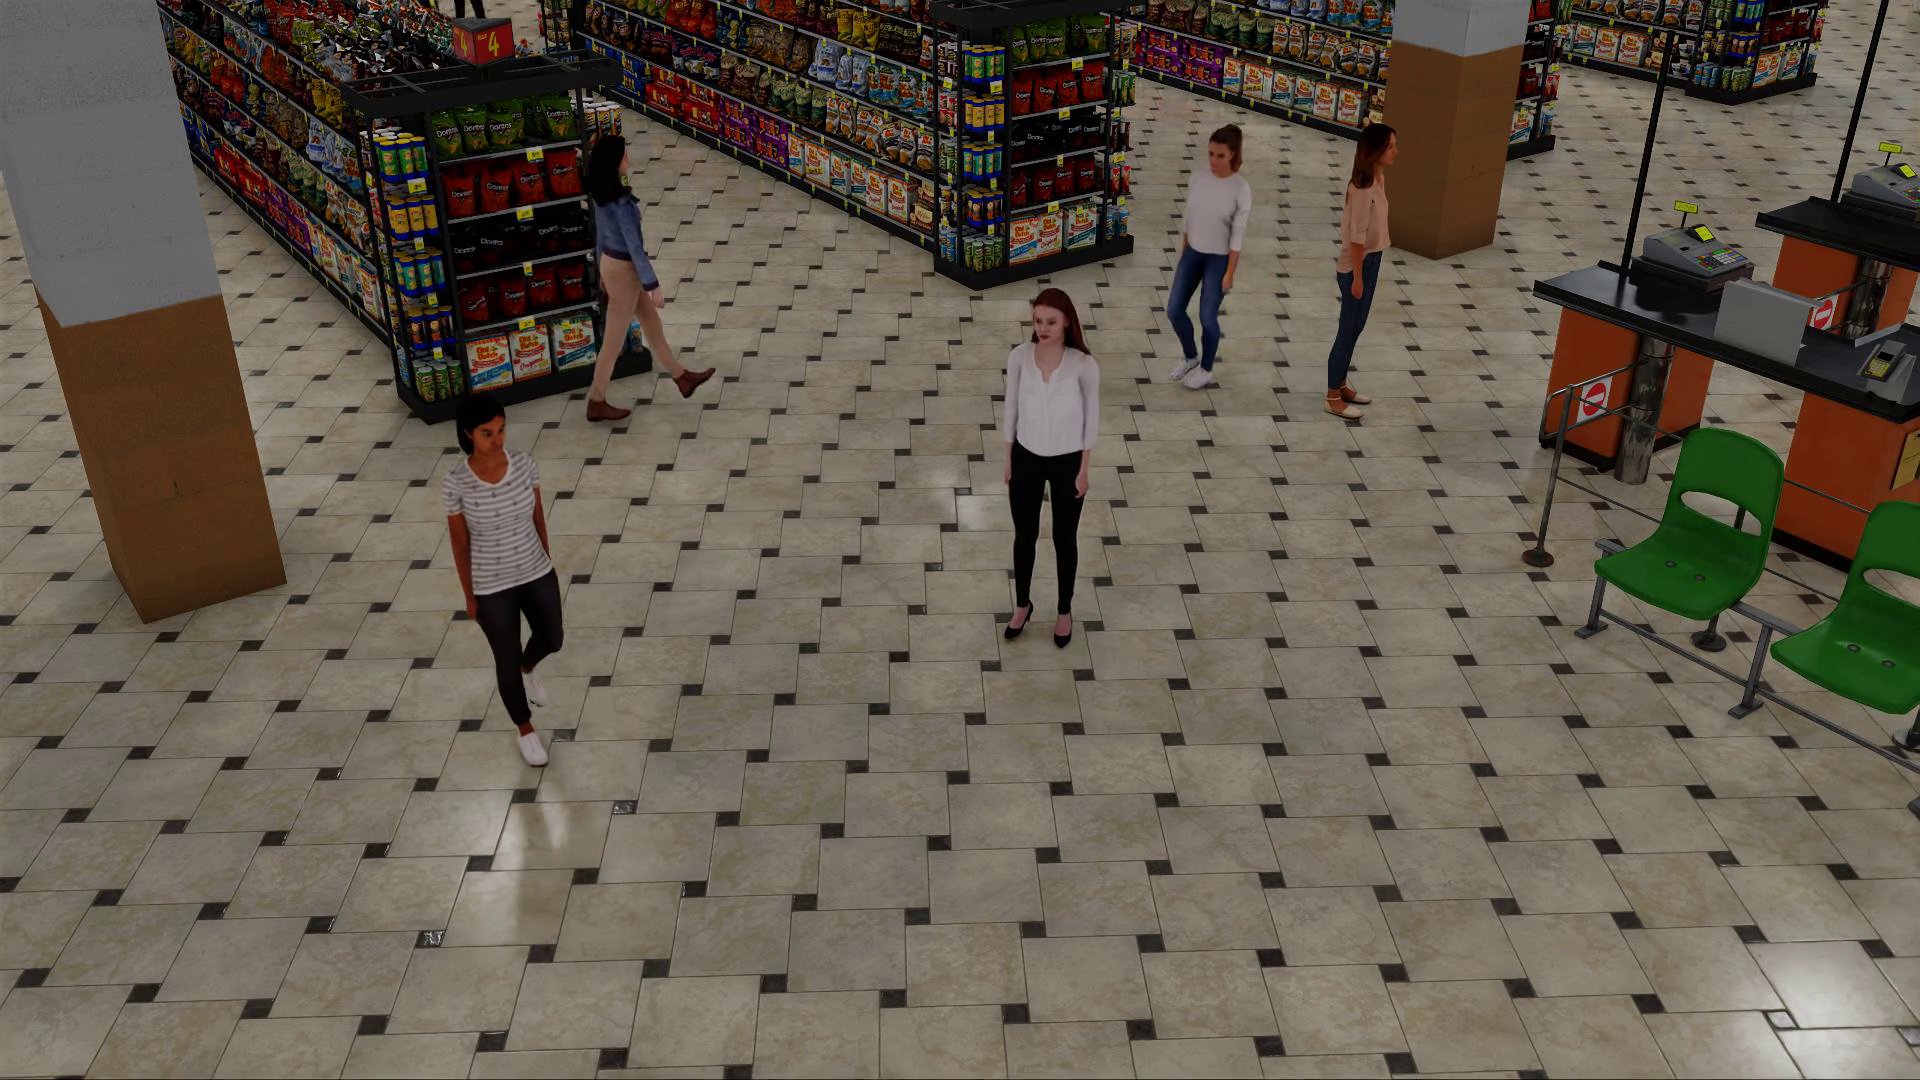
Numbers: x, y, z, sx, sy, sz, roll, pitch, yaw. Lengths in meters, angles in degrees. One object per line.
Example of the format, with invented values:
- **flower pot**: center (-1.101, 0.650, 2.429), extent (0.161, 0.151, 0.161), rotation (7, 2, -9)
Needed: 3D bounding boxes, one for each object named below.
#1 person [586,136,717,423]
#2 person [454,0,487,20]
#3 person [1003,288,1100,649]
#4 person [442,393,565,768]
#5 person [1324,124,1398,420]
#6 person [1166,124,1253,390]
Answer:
- **person**: center (-2.089, -1.494, 9.862), extent (0.828, 1.735, 1.072), rotation (-13, 31, -22)
- **person**: center (-5.819, -6.915, 19.684), extent (0.820, 1.838, 0.862), rotation (-20, 34, -32)
- **person**: center (0.409, -0.325, 7.695), extent (0.631, 1.760, 0.719), rotation (8, 30, 15)
- **person**: center (-1.919, 0.135, 6.983), extent (0.556, 1.636, 0.785), rotation (-18, 34, -30)
- **person**: center (2.406, -1.630, 10.052), extent (0.679, 1.792, 0.669), rotation (13, 31, 22)
- **person**: center (1.613, -1.748, 10.356), extent (0.627, 1.708, 0.761), rotation (25, 38, 38)
